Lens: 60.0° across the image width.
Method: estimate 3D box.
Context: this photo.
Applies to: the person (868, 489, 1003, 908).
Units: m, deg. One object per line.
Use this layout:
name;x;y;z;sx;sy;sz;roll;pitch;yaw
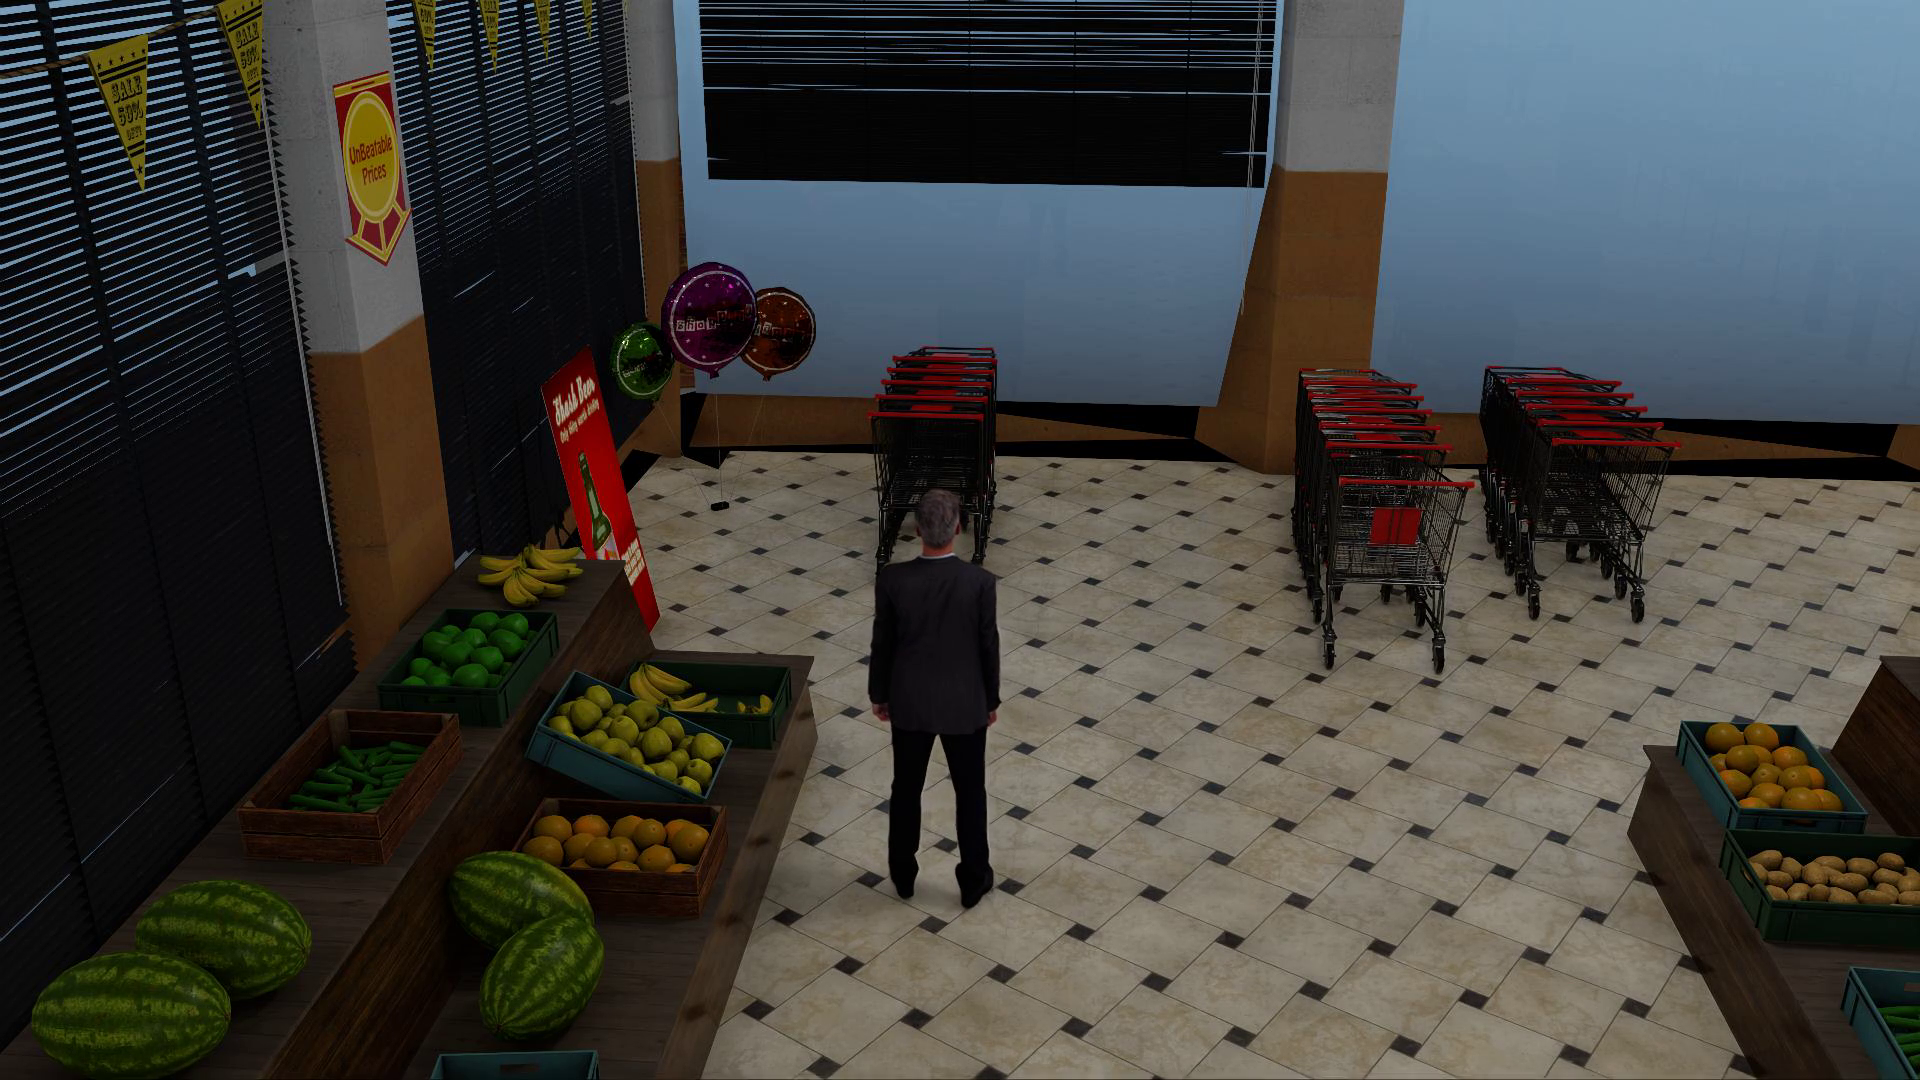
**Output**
person;-0.090;0.674;6.995;0.736;1.827;0.585;4;22;9
